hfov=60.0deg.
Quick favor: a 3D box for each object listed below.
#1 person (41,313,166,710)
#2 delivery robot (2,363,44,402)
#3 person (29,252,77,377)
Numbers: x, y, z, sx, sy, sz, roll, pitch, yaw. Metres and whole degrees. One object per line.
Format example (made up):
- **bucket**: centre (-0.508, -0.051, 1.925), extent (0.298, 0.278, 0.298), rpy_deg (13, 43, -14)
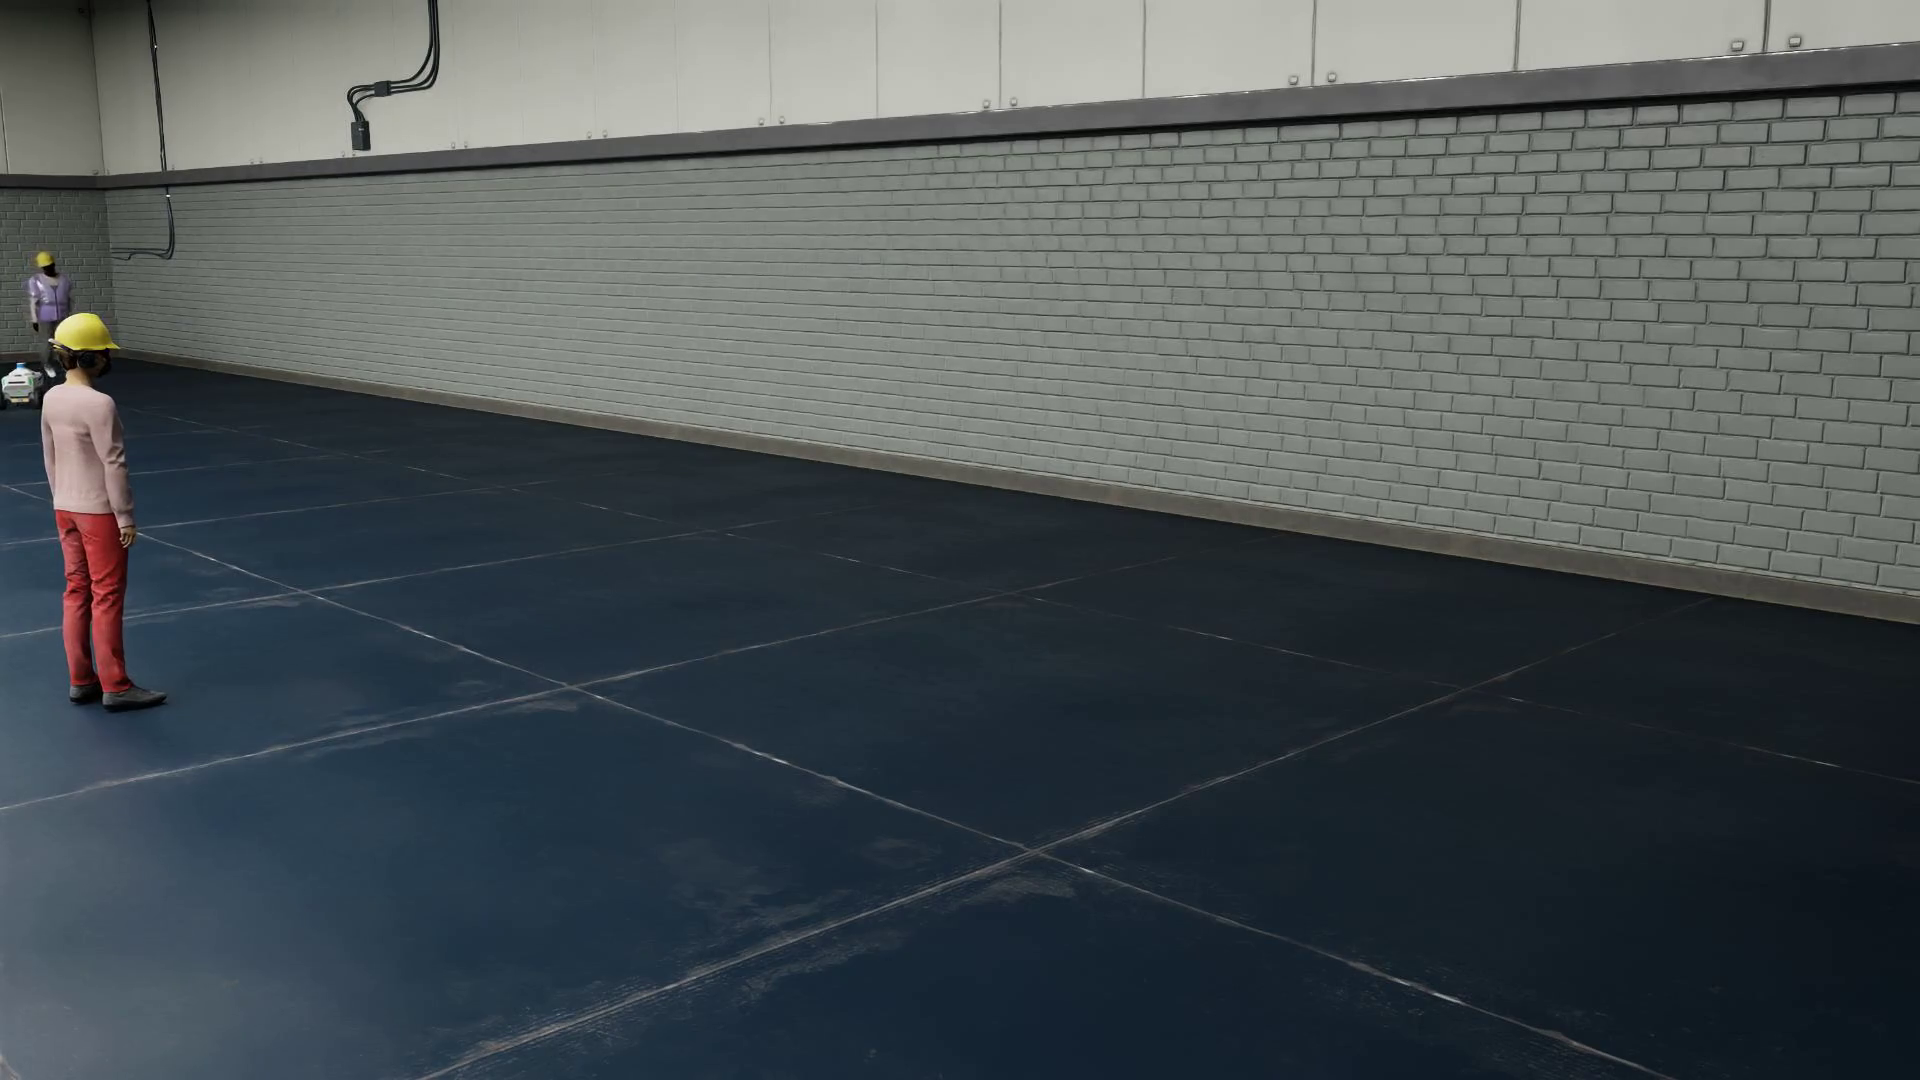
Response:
- **person**: centre (-3.870, -0.125, 7.461), extent (0.533, 1.768, 0.310), rpy_deg (7, 12, 32)
- **delivery robot**: centre (-11.576, -1.944, 20.546), extent (0.477, 0.478, 0.707), rpy_deg (-3, 11, -18)
- **person**: centre (-13.346, -3.301, 24.480), extent (0.625, 1.883, 0.895), rpy_deg (-10, 14, -42)
